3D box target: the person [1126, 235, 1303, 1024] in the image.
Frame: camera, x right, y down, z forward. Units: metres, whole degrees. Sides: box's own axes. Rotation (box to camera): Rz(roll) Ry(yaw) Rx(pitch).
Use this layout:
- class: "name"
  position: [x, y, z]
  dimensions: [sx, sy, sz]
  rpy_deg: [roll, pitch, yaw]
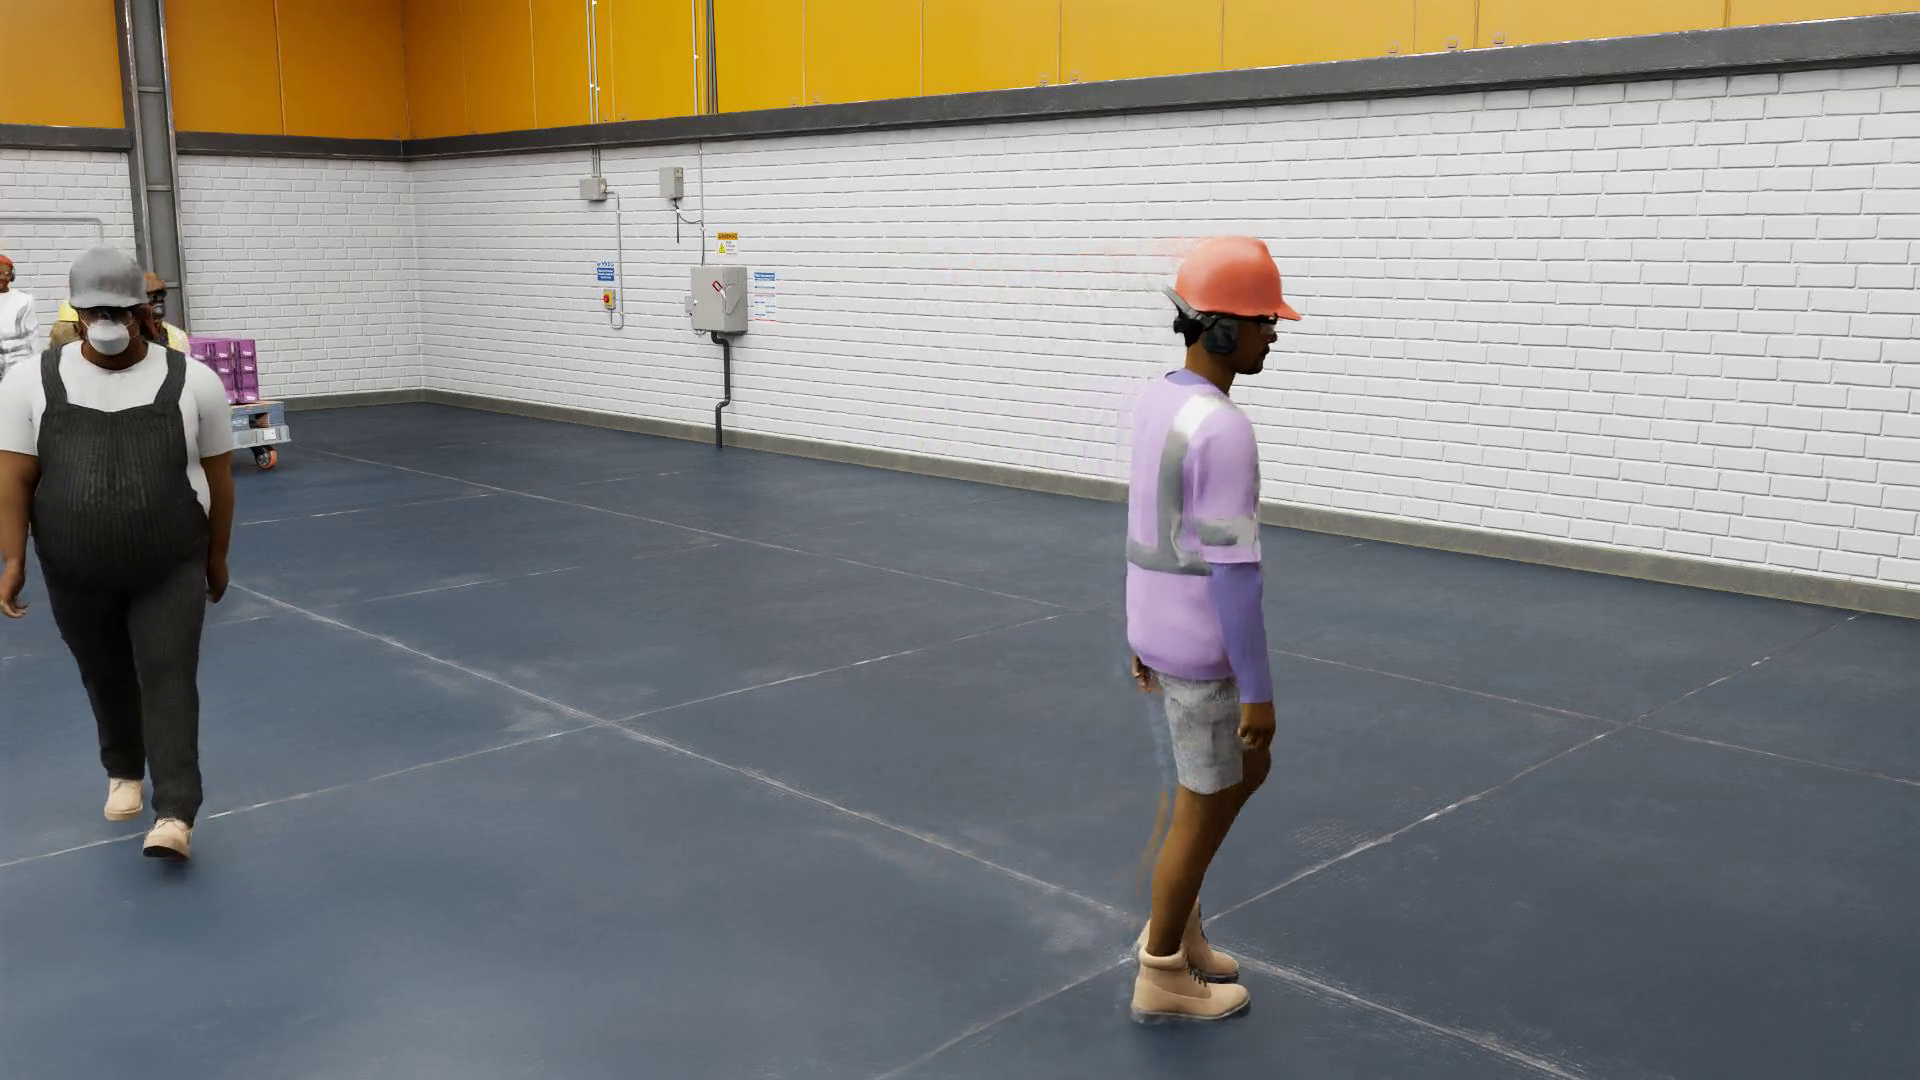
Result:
- class: "person"
  position: [0.650, 0.256, 4.202]
  dimensions: [0.501, 2.017, 0.639]
  rpy_deg: [-2, 11, -9]

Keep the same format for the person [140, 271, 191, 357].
- class: "person"
  position: [-4.319, -0.515, 8.916]
  dimensions: [0.447, 1.832, 0.651]
  rpy_deg: [4, 11, 21]

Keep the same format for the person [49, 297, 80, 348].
- class: "person"
  position: [-4.278, -0.341, 8.229]
  dimensions: [0.483, 1.738, 0.313]
  rpy_deg: [4, 11, 22]

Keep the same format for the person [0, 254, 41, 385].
- class: "person"
  position: [-8.432, -1.578, 14.656]
  dimensions: [0.607, 1.858, 0.589]
  rpy_deg: [-6, 12, -29]

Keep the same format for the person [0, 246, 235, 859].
- class: "person"
  position: [-2.764, 0.012, 5.476]
  dimensions: [0.701, 2.000, 1.042]
  rpy_deg: [-4, 11, -19]
